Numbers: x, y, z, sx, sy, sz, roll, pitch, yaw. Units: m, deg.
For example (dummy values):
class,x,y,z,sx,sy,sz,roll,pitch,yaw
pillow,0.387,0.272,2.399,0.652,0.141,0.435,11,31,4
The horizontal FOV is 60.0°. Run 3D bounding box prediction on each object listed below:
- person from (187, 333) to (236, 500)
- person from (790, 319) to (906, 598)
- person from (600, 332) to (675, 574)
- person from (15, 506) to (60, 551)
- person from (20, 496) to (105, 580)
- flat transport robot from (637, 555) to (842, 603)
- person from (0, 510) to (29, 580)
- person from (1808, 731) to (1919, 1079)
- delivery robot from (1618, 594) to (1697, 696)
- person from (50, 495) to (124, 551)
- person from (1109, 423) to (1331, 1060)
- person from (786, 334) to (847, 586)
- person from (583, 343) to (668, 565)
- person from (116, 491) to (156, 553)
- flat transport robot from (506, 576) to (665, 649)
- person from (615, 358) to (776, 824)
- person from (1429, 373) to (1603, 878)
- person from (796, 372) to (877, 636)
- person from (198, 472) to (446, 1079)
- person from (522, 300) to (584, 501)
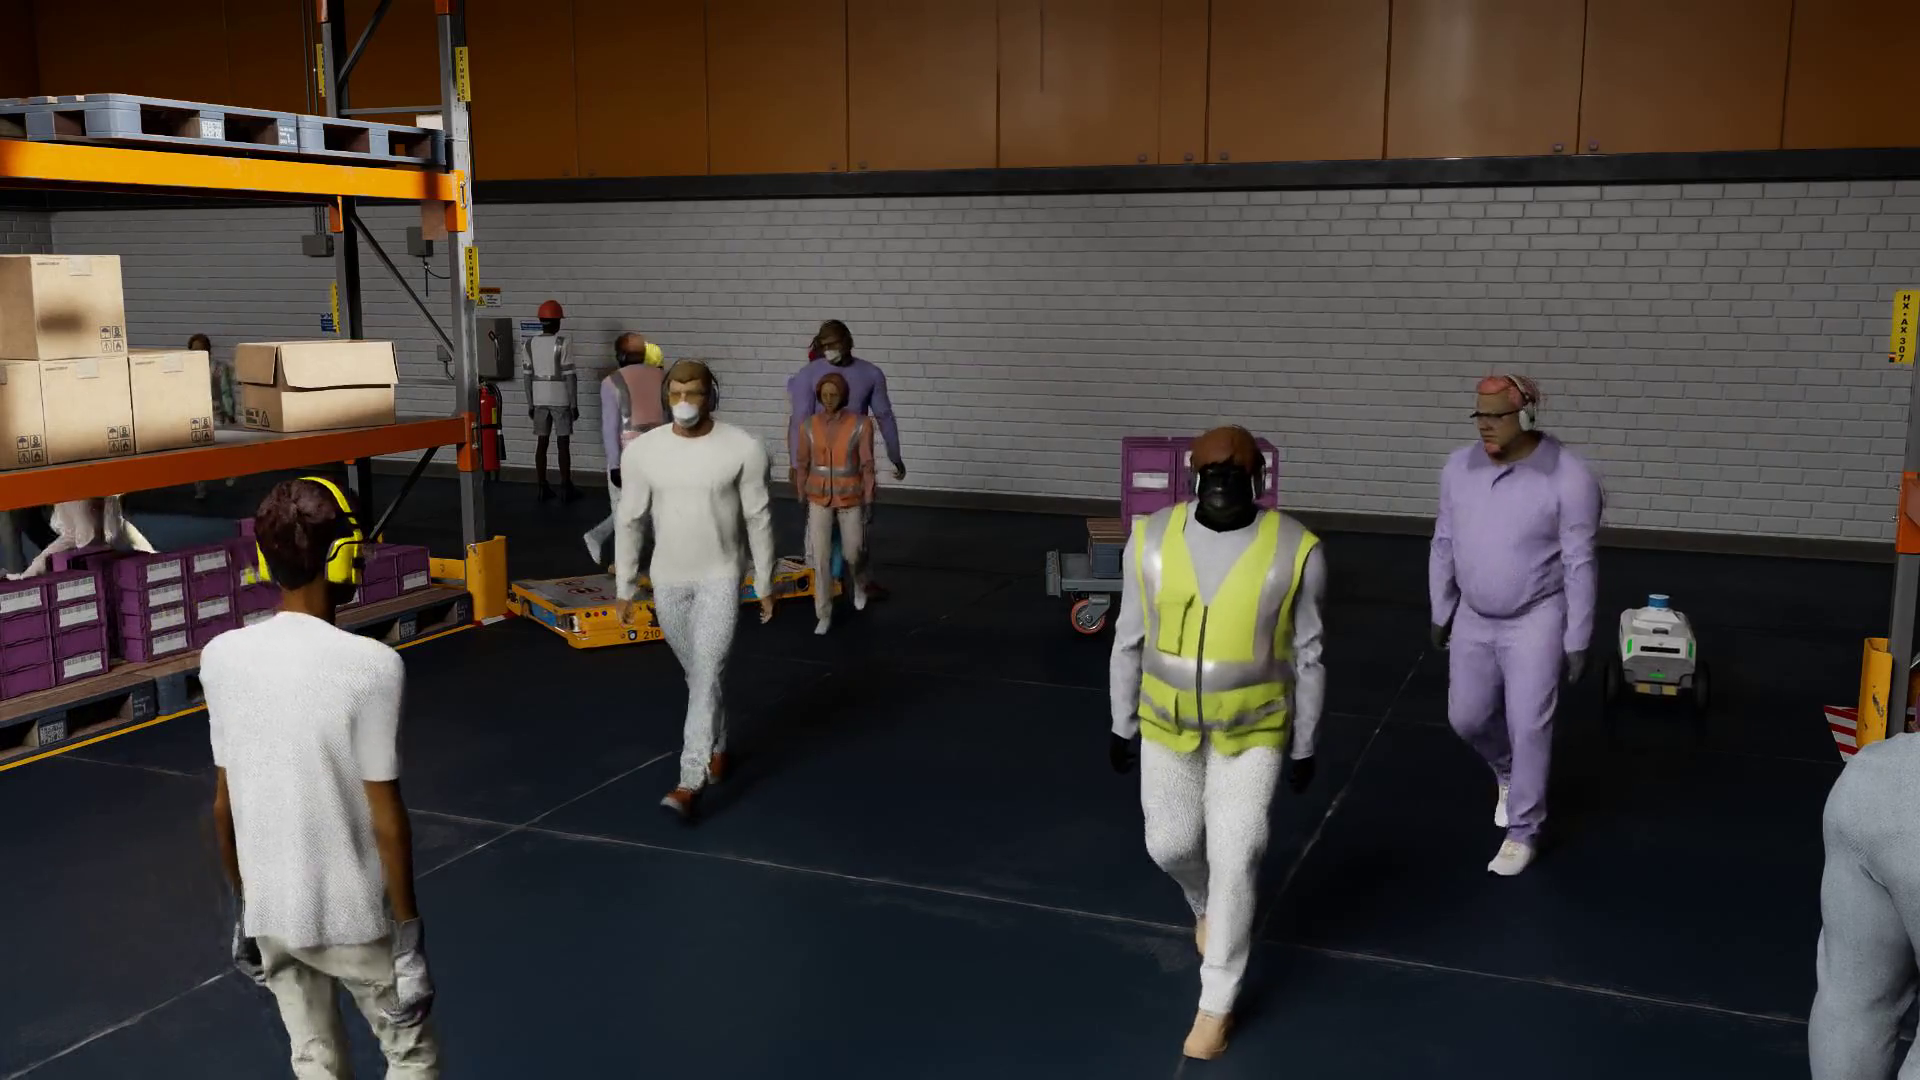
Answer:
class,x,y,z,sx,sy,sz,roll,pitch,yaw
person,-7.378,-1.222,16.316,0.543,1.620,0.507,-1,9,-6
person,-0.787,-0.547,11.363,0.780,1.921,0.464,-4,10,-25
person,-2.264,-0.589,11.950,0.625,1.812,0.875,-8,12,-40
person,-6.228,-0.483,10.863,0.629,1.939,1.015,2,10,10
person,-5.470,-0.378,10.110,0.611,1.982,0.595,7,12,38
flat transport robot,-1.578,0.297,11.193,1.431,0.197,0.652,-6,11,-31
person,-6.884,-0.646,11.895,0.587,1.929,0.361,3,10,20
person,1.511,0.930,2.313,0.627,1.940,0.372,8,12,41
delivery robot,3.626,0.527,8.659,0.477,0.478,0.707,3,10,19
person,-6.021,-0.553,11.545,0.765,1.854,0.575,-8,13,-41
person,0.780,0.546,4.990,0.639,1.820,0.775,4,10,23
person,-0.951,-0.586,11.952,0.588,1.789,0.989,-2,10,-10
person,-2.398,-0.593,12.270,0.746,1.715,0.498,-1,9,-7
person,-6.002,-0.463,11.778,0.483,1.596,0.776,4,10,23
flat transport robot,-2.314,0.423,10.431,0.652,0.197,1.431,-6,11,-31
person,-1.125,0.191,6.945,0.650,1.883,1.038,2,9,9
person,2.126,0.294,6.345,0.567,1.879,0.686,-8,12,-39
person,-0.762,-0.251,10.426,0.521,1.617,0.659,1,9,8
person,-1.295,0.784,3.460,0.549,1.848,0.391,3,10,19
person,-3.935,-1.343,16.085,0.543,1.939,0.370,3,10,17
